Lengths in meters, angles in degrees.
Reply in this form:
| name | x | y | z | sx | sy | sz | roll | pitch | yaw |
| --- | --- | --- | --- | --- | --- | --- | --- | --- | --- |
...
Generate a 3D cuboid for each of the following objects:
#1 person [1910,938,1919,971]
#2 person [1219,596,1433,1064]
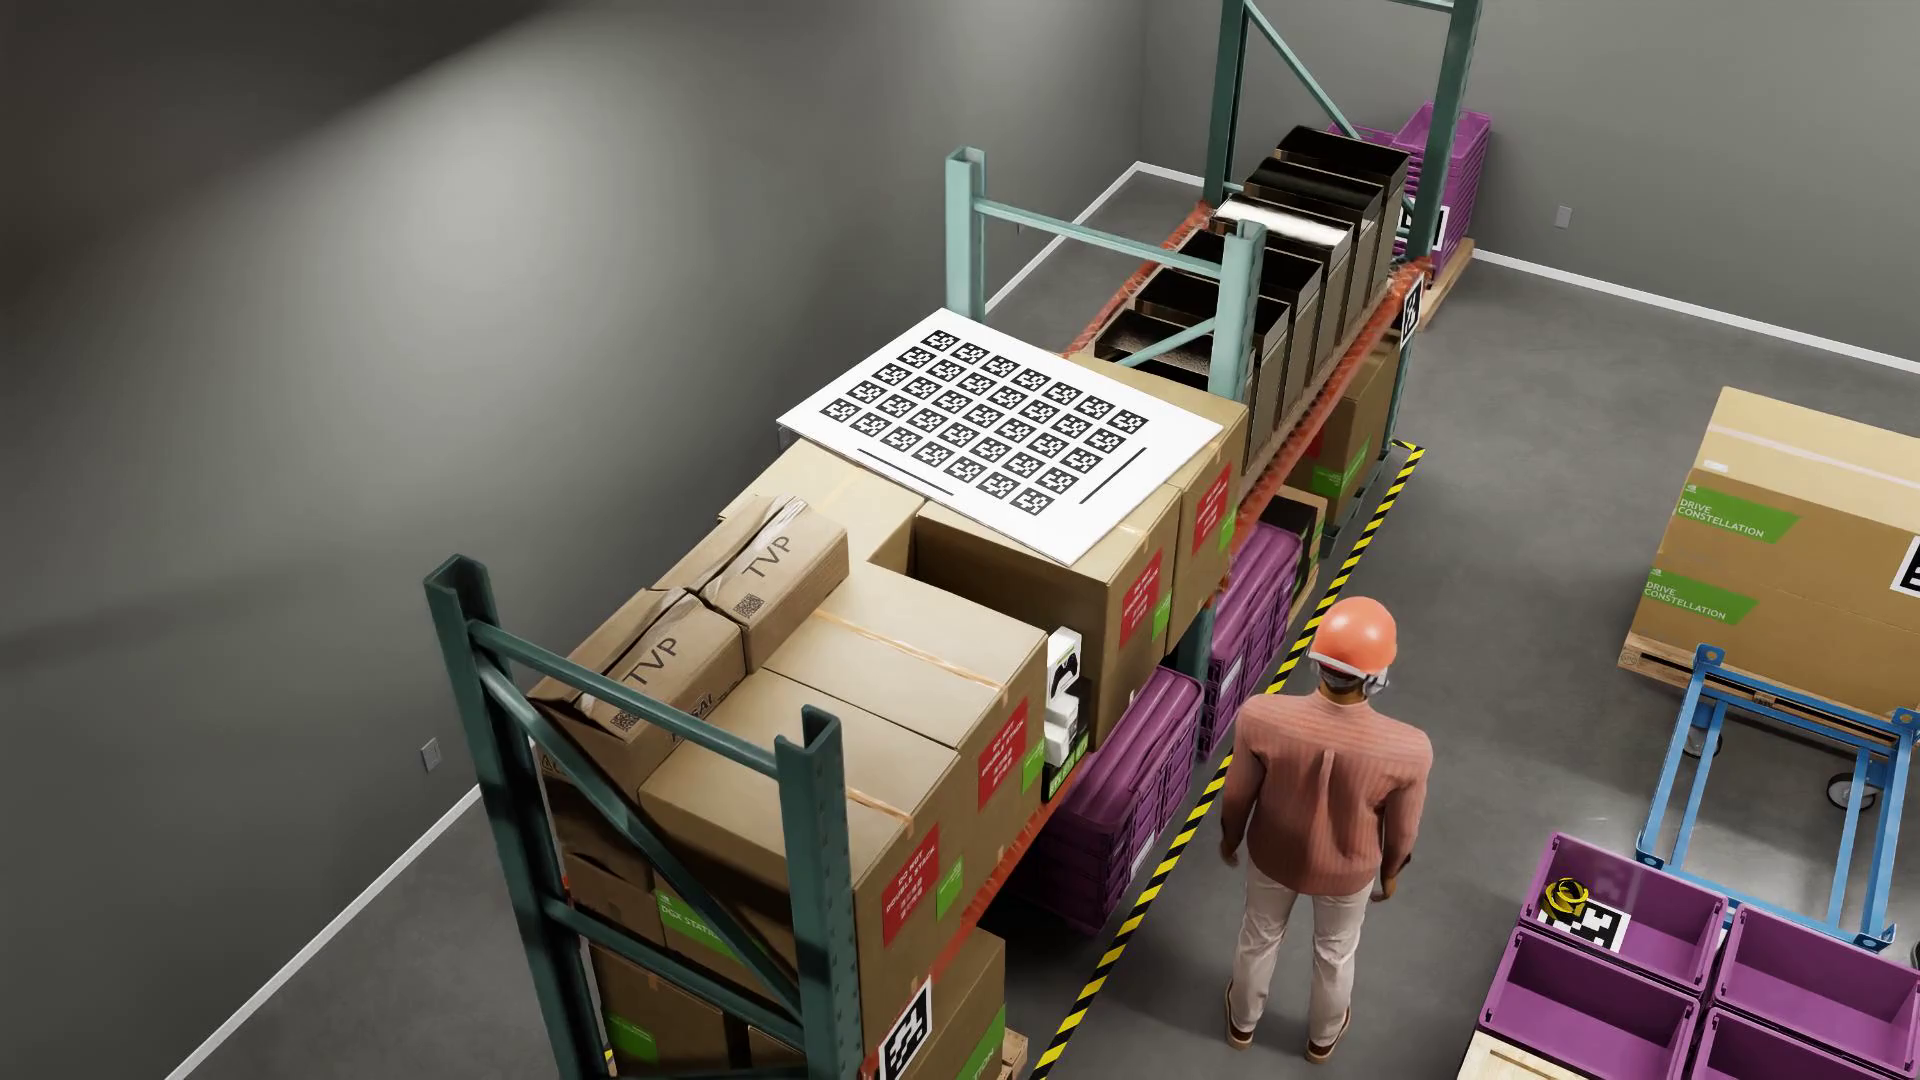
| name | x | y | z | sx | sy | sz | roll | pitch | yaw |
| --- | --- | --- | --- | --- | --- | --- | --- | --- | --- |
| person | 3.703 | 0.944 | 5.552 | 0.589 | 1.834 | 0.403 | 23 | 45 | 25 |
| person | 1.143 | 0.983 | 5.389 | 0.613 | 1.985 | 0.402 | 12 | 41 | 14 |
